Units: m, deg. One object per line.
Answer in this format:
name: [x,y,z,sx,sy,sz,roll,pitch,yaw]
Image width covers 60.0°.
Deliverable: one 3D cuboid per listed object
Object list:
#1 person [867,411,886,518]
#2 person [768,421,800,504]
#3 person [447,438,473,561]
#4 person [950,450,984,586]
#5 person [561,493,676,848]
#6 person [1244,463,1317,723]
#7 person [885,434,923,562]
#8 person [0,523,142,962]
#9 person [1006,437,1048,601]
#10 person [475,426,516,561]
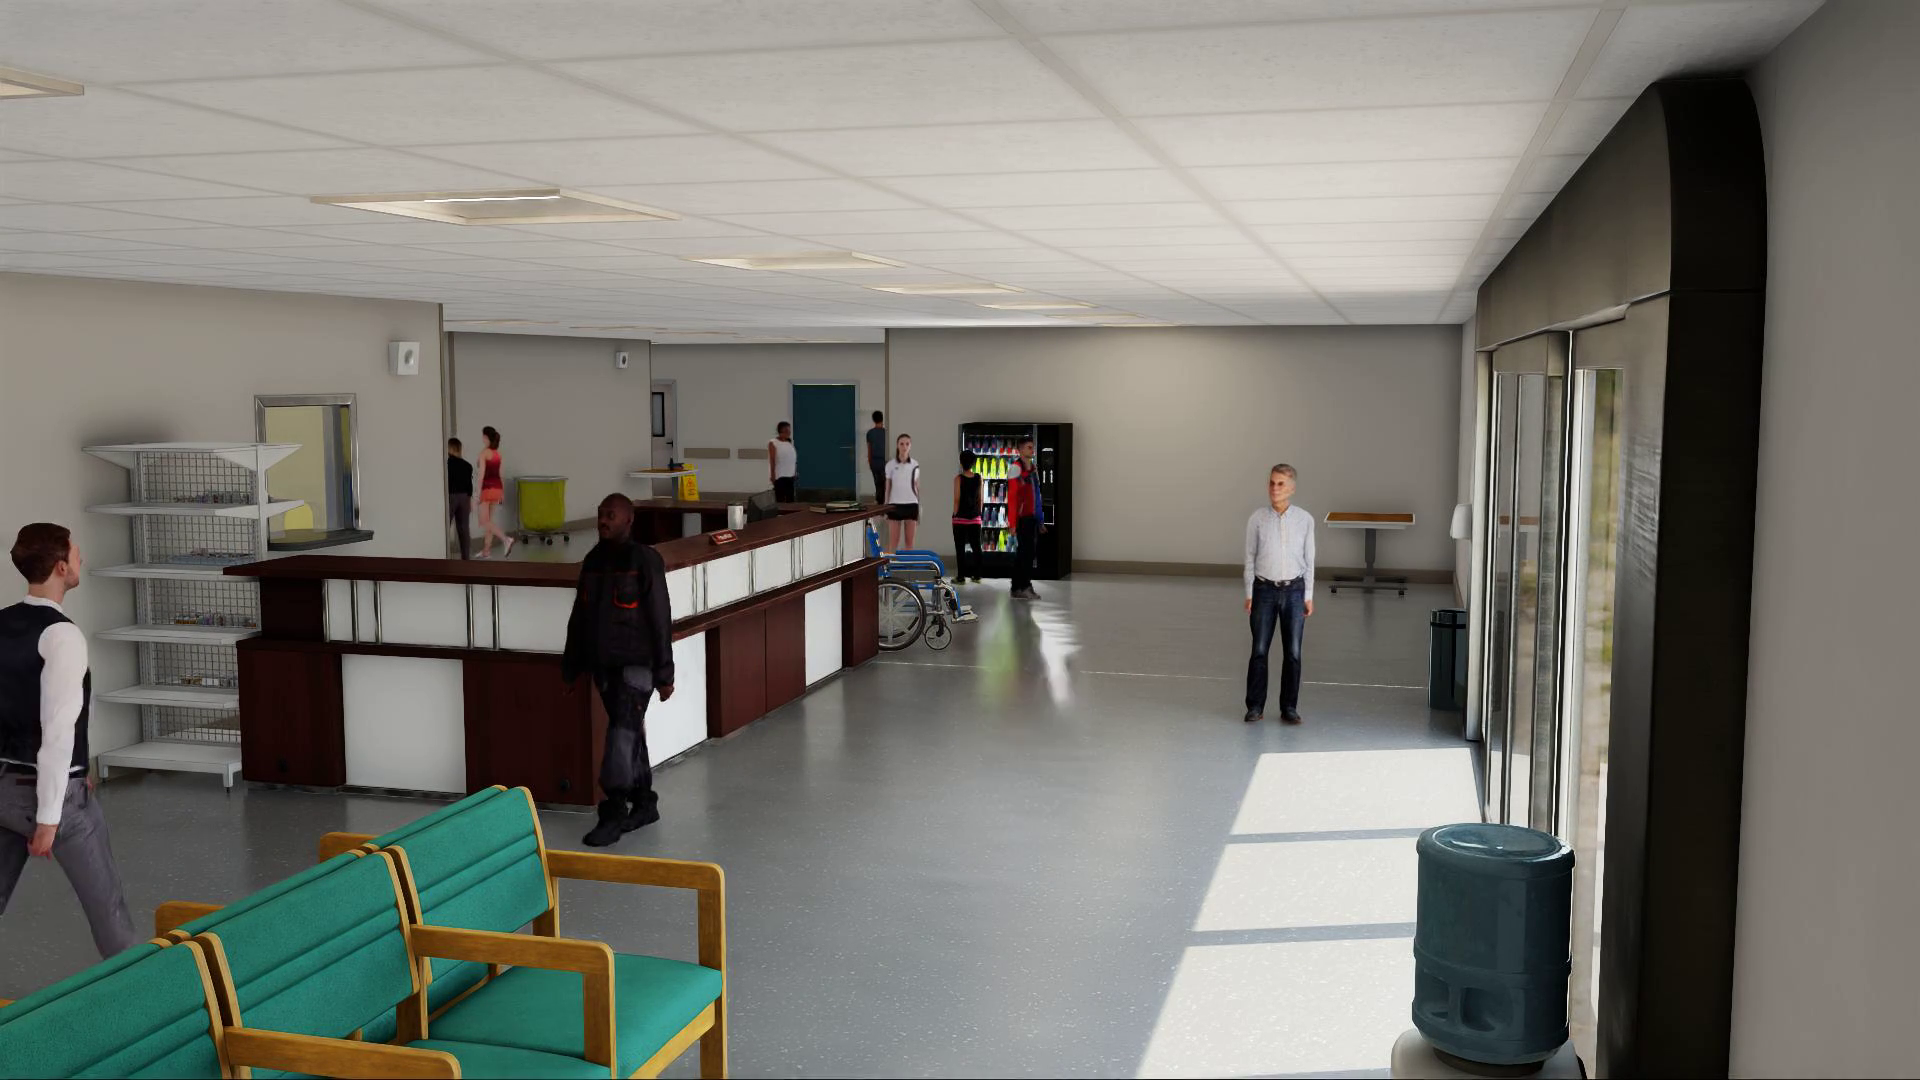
person: [-1.368,-1.253,27.853,0.859,1.784,0.799,3,6,25]
person: [-2.787,-1.027,26.120,0.801,1.681,0.765,4,7,33]
person: [-5.944,-0.363,19.687,0.918,1.647,1.018,-5,7,-38]
person: [0.086,-0.272,19.260,0.617,1.553,0.676,-3,7,-30]
person: [-1.711,0.656,8.788,0.994,1.803,0.921,3,6,27]
person: [2.229,0.363,11.624,0.544,1.818,0.732,1,6,7]
person: [-0.652,-0.324,18.855,0.851,1.737,0.842,-1,6,-13]
person: [-3.272,0.926,5.710,1.241,1.882,0.871,3,6,24]
person: [0.615,-0.228,17.849,0.801,1.748,0.762,4,7,34]
person: [-6.025,-0.584,21.463,1.029,1.732,0.717,3,7,29]
